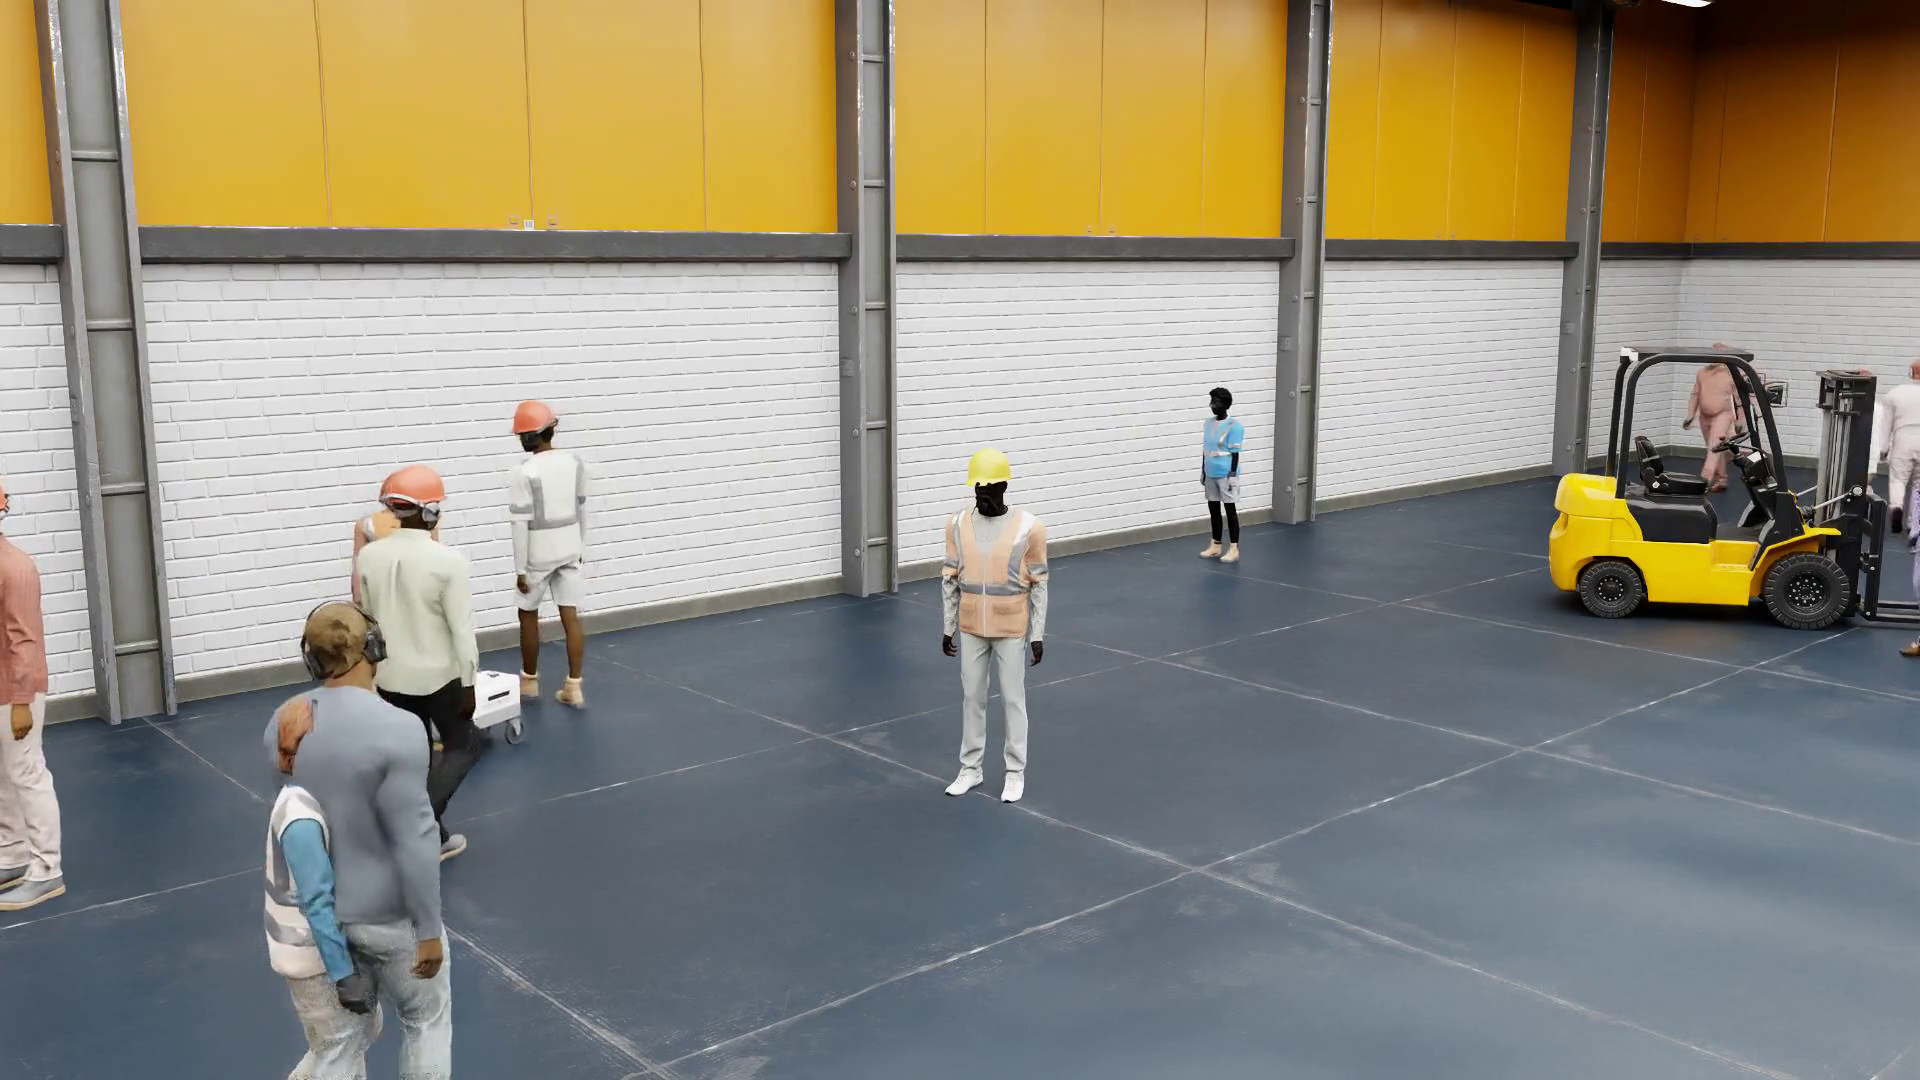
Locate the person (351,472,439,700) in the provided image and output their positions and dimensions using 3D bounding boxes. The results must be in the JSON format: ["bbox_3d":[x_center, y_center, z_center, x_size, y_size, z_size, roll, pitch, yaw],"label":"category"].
[{"bbox_3d":[-3.509,0.380,10.375,0.532,1.616,0.505,-2,10,-14],"label":"person"}]

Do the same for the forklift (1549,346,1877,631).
[{"bbox_3d":[6.109,-0.478,13.691,2.313,2.155,1.214,3,10,16],"label":"forklift"}]

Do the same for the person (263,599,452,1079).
[{"bbox_3d":[-1.830,1.132,5.115,0.665,1.901,0.624,4,10,20],"label":"person"}]

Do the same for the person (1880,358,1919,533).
[{"bbox_3d":[10.029,-0.968,17.488,0.643,1.886,0.712,5,11,29],"label":"person"}]

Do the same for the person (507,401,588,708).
[{"bbox_3d":[-2.740,0.091,10.911,0.764,2.015,0.665,9,13,41],"label":"person"}]

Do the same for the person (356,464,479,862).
[{"bbox_3d":[-2.547,0.630,7.830,0.644,1.978,0.659,3,10,17],"label":"person"}]

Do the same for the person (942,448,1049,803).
[{"bbox_3d":[0.172,0.461,8.972,0.594,1.924,0.383,4,10,21],"label":"person"}]

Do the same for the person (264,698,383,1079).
[{"bbox_3d":[-1.951,1.271,5.115,0.456,1.630,0.545,-2,10,-14],"label":"person"}]

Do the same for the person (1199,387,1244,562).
[{"bbox_3d":[2.517,-0.636,16.082,0.320,1.691,0.534,-6,11,-31],"label":"person"}]

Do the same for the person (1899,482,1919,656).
[{"bbox_3d":[7.113,-0.010,11.866,0.514,1.885,0.765,-4,10,-20],"label":"person"}]

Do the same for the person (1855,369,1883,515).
[{"bbox_3d":[8.607,-0.720,16.080,0.465,1.865,0.574,-8,12,-38],"label":"person"}]

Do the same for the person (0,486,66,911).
[{"bbox_3d":[-4.364,0.676,7.544,0.617,1.987,0.406,7,12,35],"label":"person"}]

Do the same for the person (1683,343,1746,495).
[{"bbox_3d":[9.261,-1.488,20.556,0.949,1.865,0.642,-5,11,-25],"label":"person"}]

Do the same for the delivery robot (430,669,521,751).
[{"bbox_3d":[-2.931,0.955,9.815,0.477,0.478,0.707,5,11,27],"label":"delivery robot"}]
